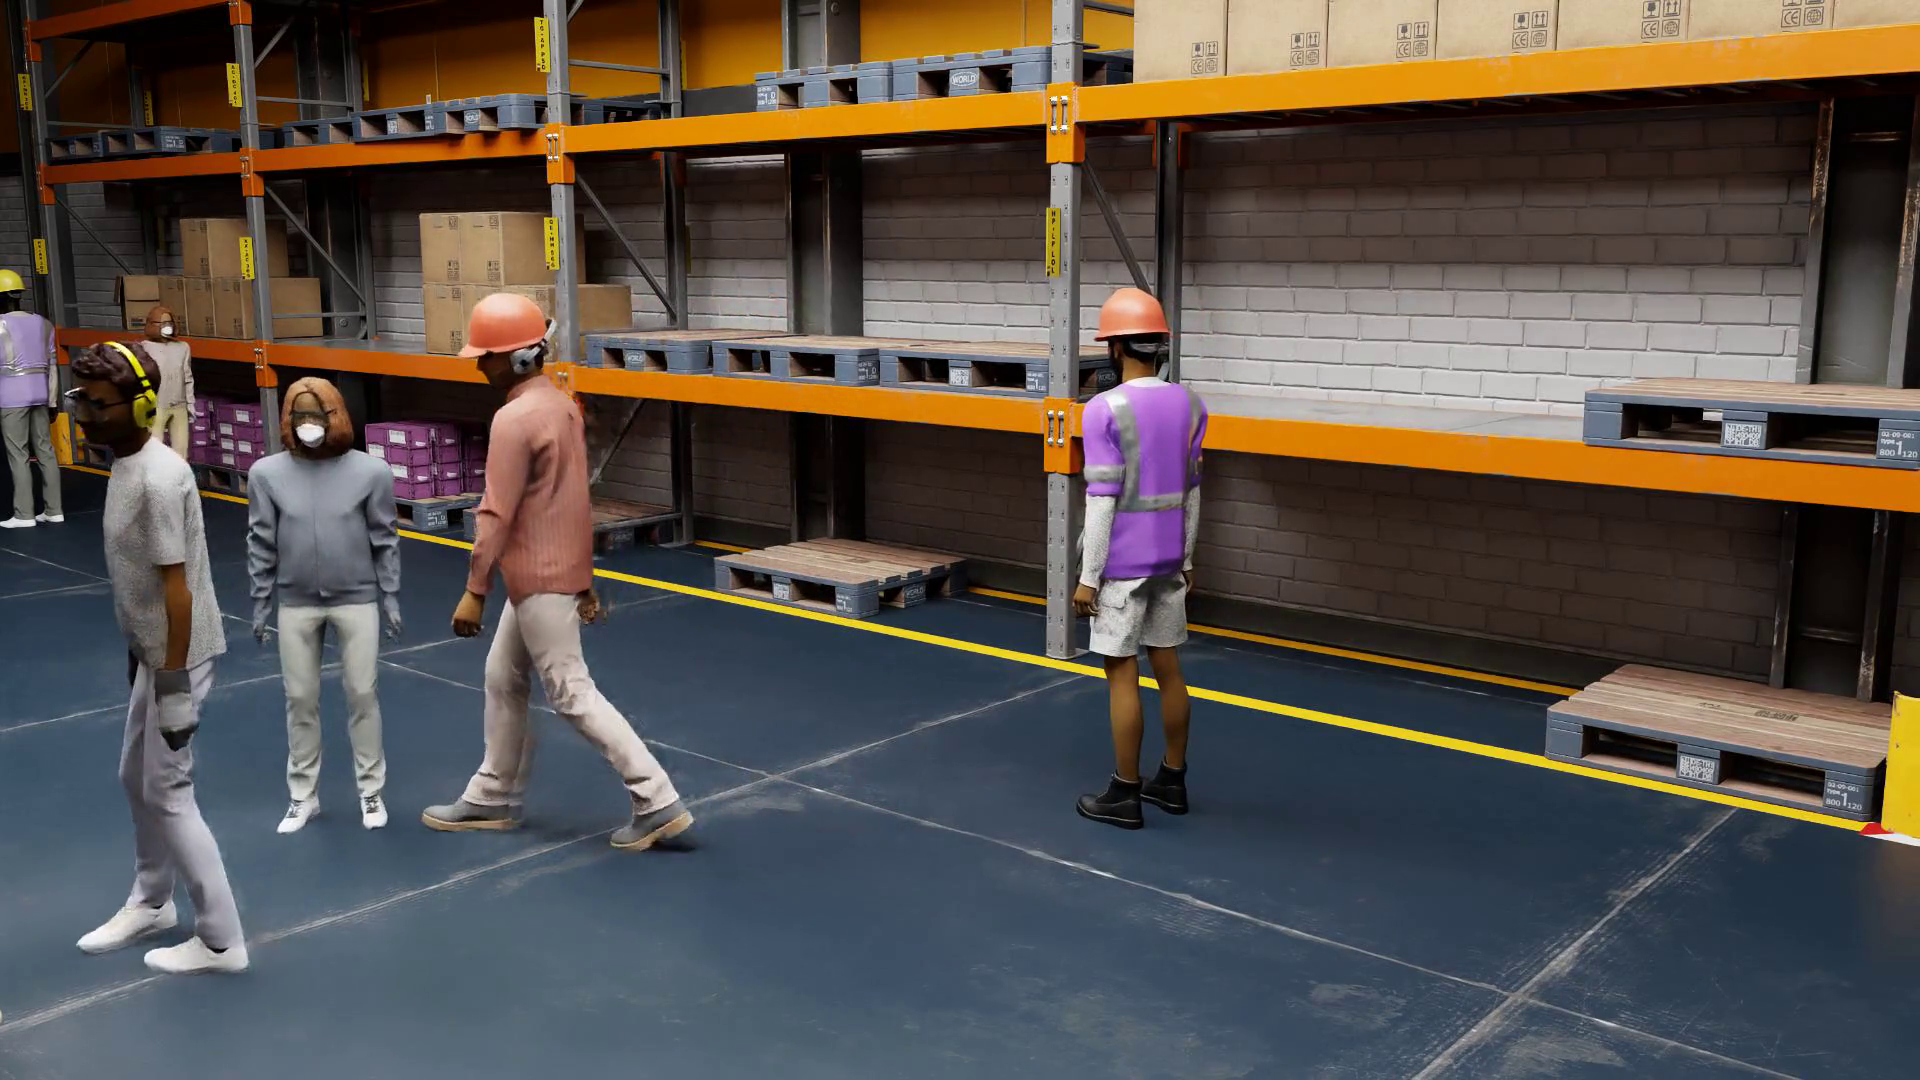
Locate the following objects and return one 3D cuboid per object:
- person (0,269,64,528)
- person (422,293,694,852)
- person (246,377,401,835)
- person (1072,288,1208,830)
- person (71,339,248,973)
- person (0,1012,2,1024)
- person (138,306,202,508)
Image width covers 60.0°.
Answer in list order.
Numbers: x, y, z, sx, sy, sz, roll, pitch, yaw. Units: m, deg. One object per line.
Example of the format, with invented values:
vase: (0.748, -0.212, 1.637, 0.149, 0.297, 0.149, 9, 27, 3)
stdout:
person: (-7.011, -1.047, 12.404, 0.402, 1.918, 0.588, 4, 11, 21)
person: (-1.395, 0.122, 5.721, 0.998, 1.941, 0.594, 0, 10, 0)
person: (-2.247, 0.234, 5.907, 0.507, 1.632, 0.265, -2, 10, -13)
person: (0.620, 0.067, 6.000, 0.552, 1.932, 0.377, -8, 12, -37)
person: (-2.307, 0.354, 4.702, 0.437, 1.833, 0.654, -6, 12, -31)
person: (-2.735, 0.366, 4.123, 0.611, 1.997, 0.375, -8, 13, -37)
person: (-6.234, -1.017, 13.057, 0.284, 1.626, 0.492, 6, 12, 30)
